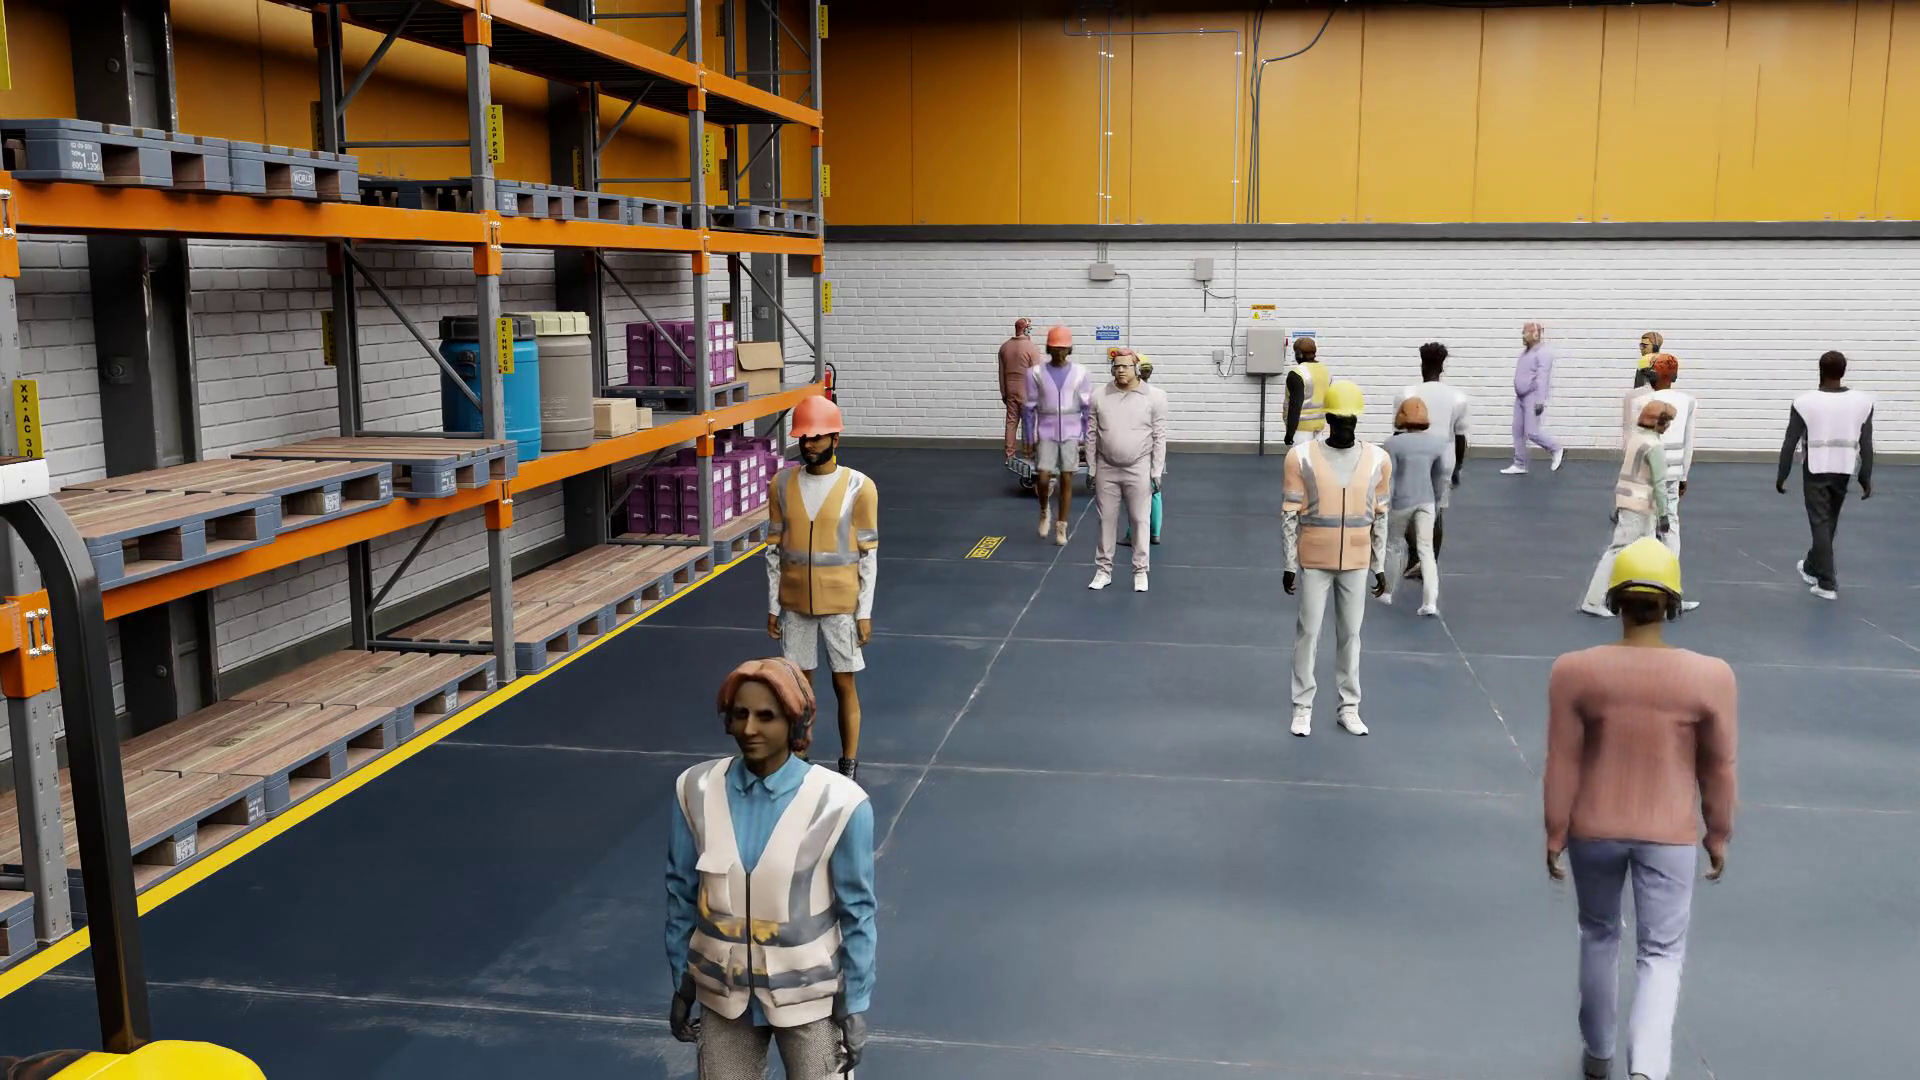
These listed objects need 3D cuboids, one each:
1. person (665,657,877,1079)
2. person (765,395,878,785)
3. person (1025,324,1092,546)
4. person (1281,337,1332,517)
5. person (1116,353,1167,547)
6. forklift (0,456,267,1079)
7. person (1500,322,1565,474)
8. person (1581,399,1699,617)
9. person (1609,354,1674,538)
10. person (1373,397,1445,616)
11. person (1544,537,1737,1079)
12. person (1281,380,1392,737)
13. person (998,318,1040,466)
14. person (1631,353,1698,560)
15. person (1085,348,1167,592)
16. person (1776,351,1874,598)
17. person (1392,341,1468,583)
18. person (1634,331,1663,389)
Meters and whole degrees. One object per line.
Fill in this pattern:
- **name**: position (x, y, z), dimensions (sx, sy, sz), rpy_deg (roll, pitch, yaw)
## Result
- **person**: position (-0.440, 1.071, 3.867), dimensions (0.516, 1.644, 0.309), rpy_deg (2, 10, 15)
- **person**: position (-0.654, 0.291, 7.768), dimensions (0.544, 1.939, 0.355), rpy_deg (2, 9, 13)
- **person**: position (0.906, -0.951, 15.174), dimensions (0.612, 2.018, 0.434), rpy_deg (0, 9, 1)
- **person**: position (3.479, -1.129, 16.833), dimensions (0.629, 1.840, 0.429), rpy_deg (-9, 13, -44)
- **person**: position (1.639, -0.814, 15.139), dimensions (0.522, 1.762, 0.320), rpy_deg (-5, 11, -29)
- **forklift**: position (-2.328, 0.975, 2.765), dimensions (2.313, 2.155, 1.214), rpy_deg (1, 9, 9)
- **person**: position (7.044, -1.728, 20.379), dimensions (0.643, 1.884, 0.654), rpy_deg (-1, 9, -8)
- **person**: position (4.904, -0.214, 11.936), dimensions (0.854, 1.584, 0.522), rpy_deg (1, 9, 8)
- **person**: position (6.513, -0.904, 15.823), dimensions (0.534, 1.719, 0.925), rpy_deg (0, 9, 2)
- **person**: position (3.321, -0.255, 12.221), dimensions (0.516, 1.585, 0.878), rpy_deg (-1, 9, -8)
- **person**: position (1.972, 0.867, 4.861), dimensions (0.528, 1.736, 0.784), rpy_deg (4, 10, 23)
- **person**: position (2.025, 0.101, 8.971), dimensions (0.587, 1.928, 0.362), rpy_deg (0, 9, -2)
- **person**: position (0.806, -1.881, 21.263), dimensions (0.651, 1.906, 0.403), rpy_deg (8, 12, 40)
- **person**: position (5.330, -0.485, 12.725), dimensions (0.584, 1.882, 0.349), rpy_deg (-3, 10, -19)
- **person**: position (1.282, -0.545, 13.026), dimensions (0.643, 1.908, 0.408), rpy_deg (3, 10, 16)
- **person**: position (6.713, -0.532, 13.011), dimensions (0.624, 1.876, 0.938), rpy_deg (1, 9, 4)
- **person**: position (3.702, -0.600, 13.225), dimensions (0.639, 1.947, 0.424), rpy_deg (-1, 9, -4)
- **person**: position (7.512, -1.350, 18.174), dimensions (0.343, 1.846, 0.507), rpy_deg (-3, 10, -15)
